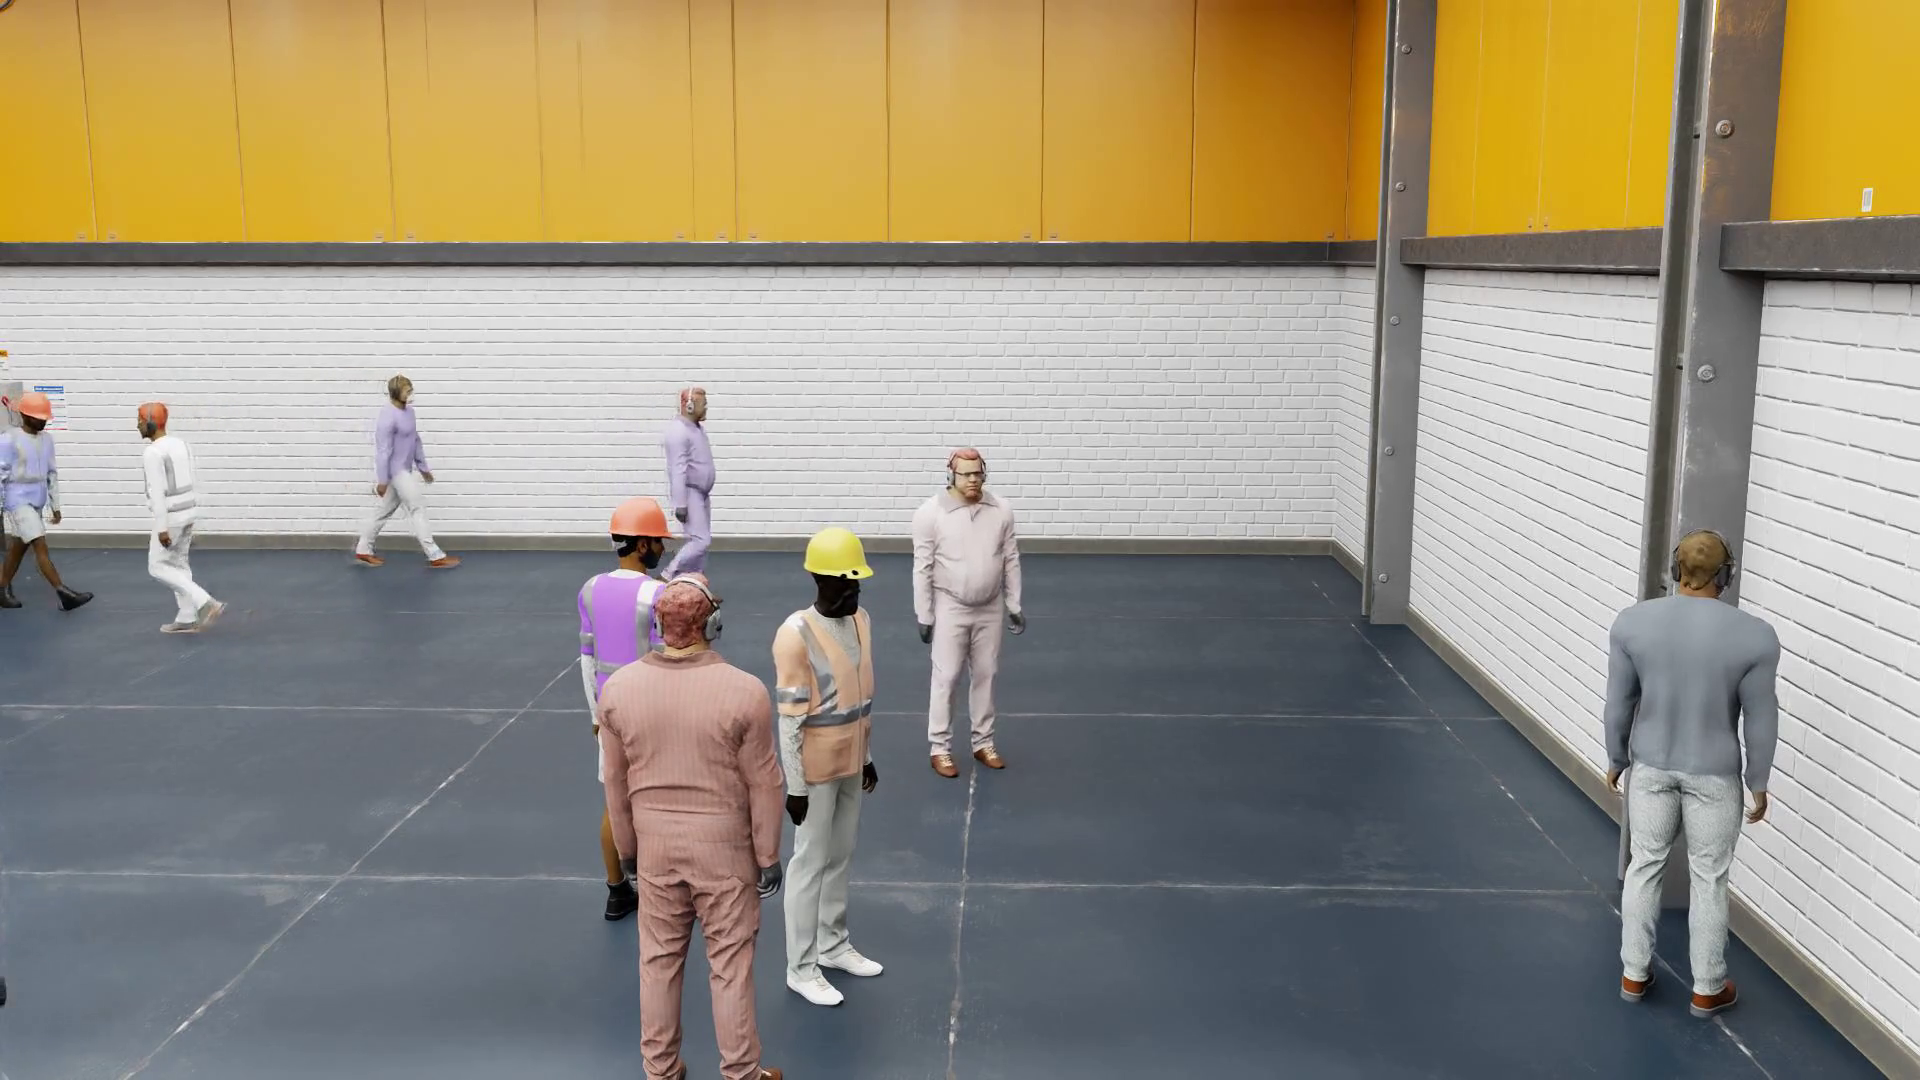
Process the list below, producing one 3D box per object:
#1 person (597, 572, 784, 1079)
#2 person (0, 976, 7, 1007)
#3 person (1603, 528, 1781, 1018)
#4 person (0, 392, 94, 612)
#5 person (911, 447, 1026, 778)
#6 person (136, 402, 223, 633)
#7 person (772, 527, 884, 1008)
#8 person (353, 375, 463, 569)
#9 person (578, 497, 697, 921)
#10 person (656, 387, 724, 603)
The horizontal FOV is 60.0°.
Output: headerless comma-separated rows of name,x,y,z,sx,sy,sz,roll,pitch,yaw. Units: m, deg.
person,-0.913,1.059,5.820,0.643,1.913,0.410,2,10,12
person,-3.924,1.026,6.104,0.555,1.895,0.959,-2,10,-10
person,2.878,0.914,6.592,0.635,1.936,0.352,7,12,35
person,-7.836,-0.319,14.019,1.040,1.856,0.594,2,10,11
person,0.048,0.406,9.674,0.651,1.905,0.424,-4,11,-24
person,-6.143,-0.153,13.060,0.511,1.870,0.568,1,10,4
person,-0.509,0.895,6.730,0.381,1.924,0.593,5,11,27
person,-5.378,-0.643,15.913,1.073,1.882,0.630,-1,10,-4
person,-1.429,0.771,7.446,0.543,1.932,0.376,6,11,30
person,-2.291,-0.362,14.199,0.464,1.887,0.664,1,10,8
